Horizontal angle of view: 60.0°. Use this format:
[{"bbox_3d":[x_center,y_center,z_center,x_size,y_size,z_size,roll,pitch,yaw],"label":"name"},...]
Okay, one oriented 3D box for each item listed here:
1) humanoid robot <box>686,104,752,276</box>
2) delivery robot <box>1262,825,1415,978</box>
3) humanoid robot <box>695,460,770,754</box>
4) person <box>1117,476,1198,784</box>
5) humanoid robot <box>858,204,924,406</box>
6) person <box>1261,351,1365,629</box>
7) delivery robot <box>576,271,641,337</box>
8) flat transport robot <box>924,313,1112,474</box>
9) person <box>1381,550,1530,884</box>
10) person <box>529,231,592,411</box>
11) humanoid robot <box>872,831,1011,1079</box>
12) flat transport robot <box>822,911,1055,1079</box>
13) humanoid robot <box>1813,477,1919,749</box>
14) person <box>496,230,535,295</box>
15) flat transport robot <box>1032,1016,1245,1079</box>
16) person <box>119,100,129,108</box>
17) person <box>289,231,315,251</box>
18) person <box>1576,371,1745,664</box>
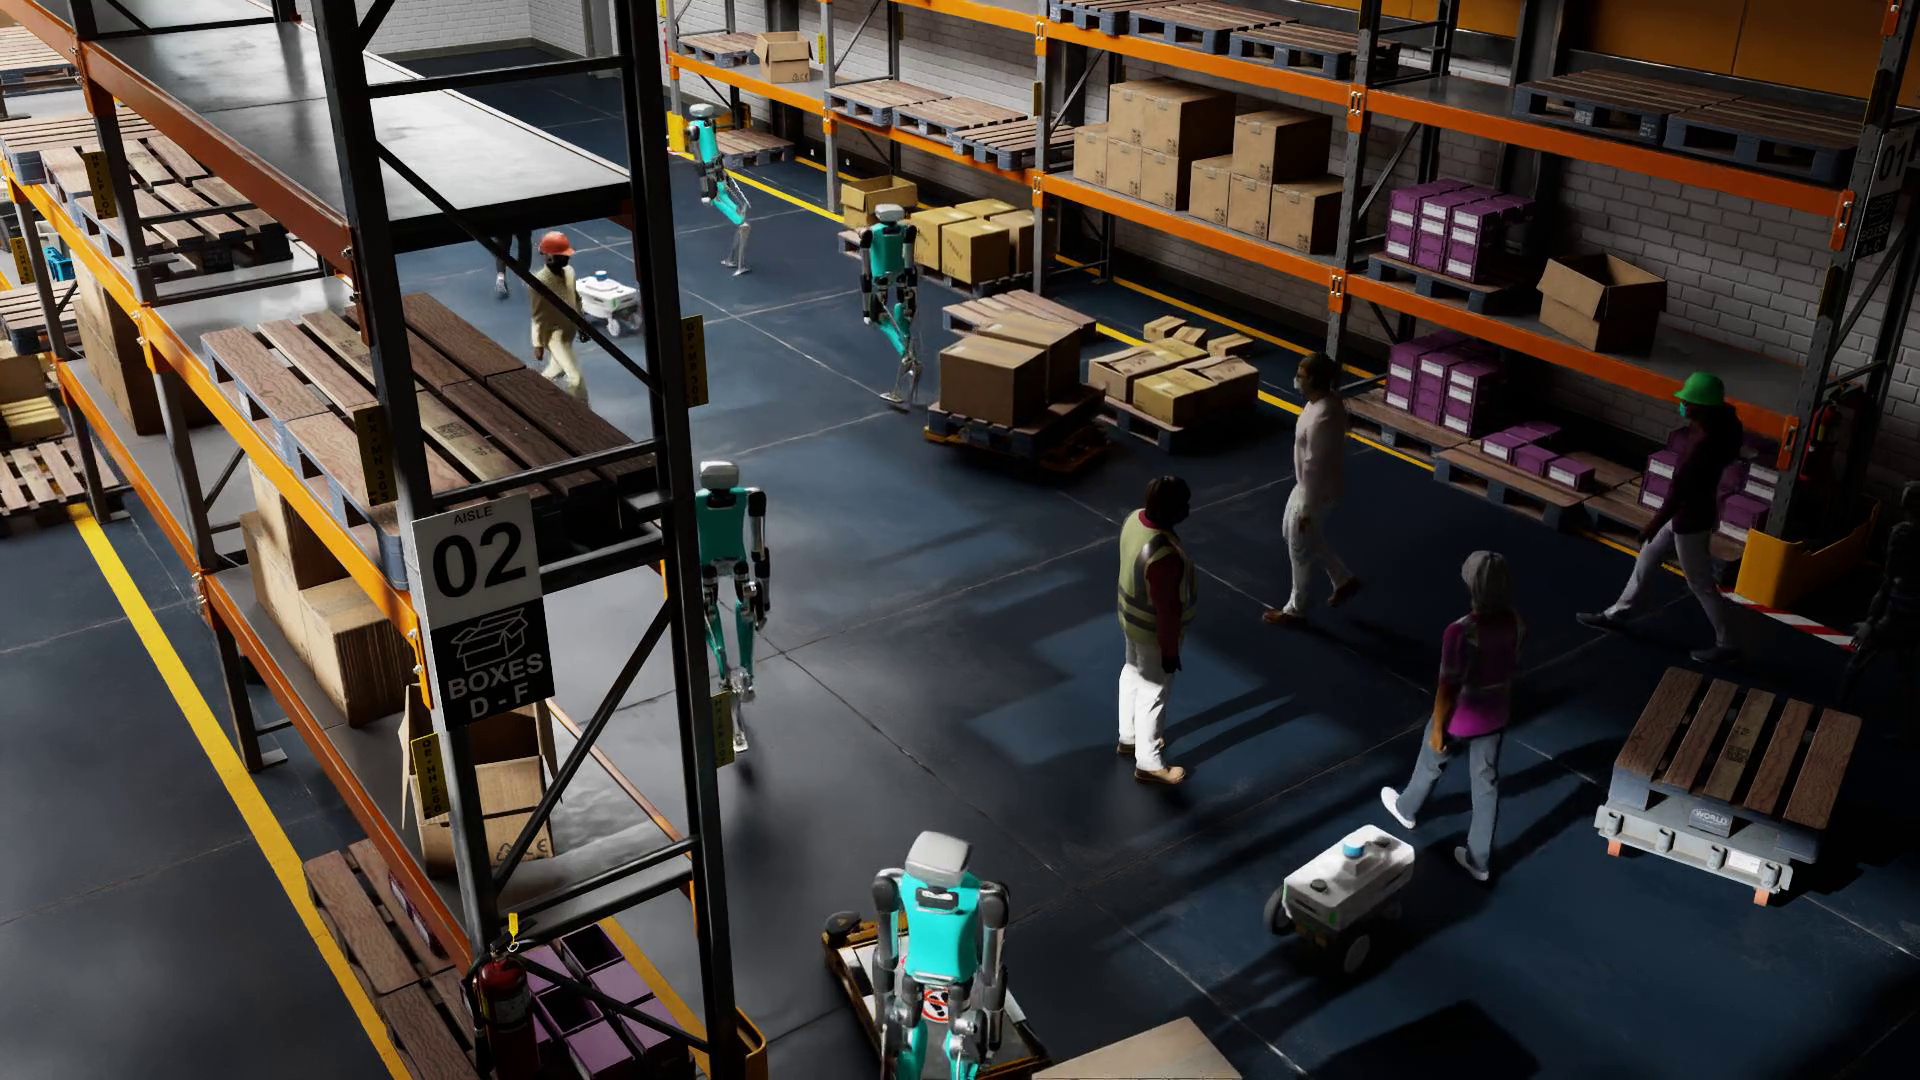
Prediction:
[{"bbox_3d":[-2.454,-3.736,17.804,0.861,1.793,0.596,7,27,13],"label":"humanoid robot"},{"bbox_3d":[1.900,1.727,8.226,0.742,0.587,0.523,-22,34,-37],"label":"delivery robot"},{"bbox_3d":[-1.294,0.453,9.470,0.544,1.744,1.020,-8,28,-16],"label":"humanoid robot"},{"bbox_3d":[1.096,0.488,9.267,0.429,1.841,0.632,-6,27,-12],"label":"person"},{"bbox_3d":[-0.499,-1.876,14.186,0.554,1.870,0.744,-15,30,-27],"label":"humanoid robot"},{"bbox_3d":[2.336,-0.291,10.732,0.542,1.926,0.639,6,27,12],"label":"person"},{"bbox_3d":[-3.506,-2.341,16.328,0.801,0.598,0.499,19,33,33],"label":"delivery robot"},{"bbox_3d":[0.471,-0.880,13.738,1.431,0.231,0.659,16,31,29],"label":"flat transport robot"},{"bbox_3d":[2.607,0.844,8.593,0.534,1.810,0.825,-7,28,-13],"label":"person"},{"bbox_3d":[-3.370,-1.749,13.860,0.862,1.712,0.572,8,28,15],"label":"person"},{"bbox_3d":[-0.125,2.048,6.379,0.535,1.878,0.704,6,27,11],"label":"humanoid robot"},{"bbox_3d":[-0.114,2.172,7.667,0.659,0.231,1.431,-10,28,-19],"label":"flat transport robot"},{"bbox_3d":[5.425,0.420,9.615,0.600,1.635,0.641,-19,32,-33],"label":"humanoid robot"},{"bbox_3d":[-4.644,-3.399,17.115,0.764,1.731,0.737,1,27,3],"label":"person"},{"bbox_3d":[0.690,2.928,6.164,1.431,0.231,0.659,-13,29,-24],"label":"flat transport robot"},{"bbox_3d":[-9.477,-4.451,19.121,0.446,1.824,0.621,-22,34,-37],"label":"person"},{"bbox_3d":[-5.958,-2.346,15.139,0.300,1.624,0.512,7,27,13],"label":"person"},{"bbox_3d":[4.596,-0.141,10.463,1.039,1.890,0.485,13,29,24],"label":"person"}]
